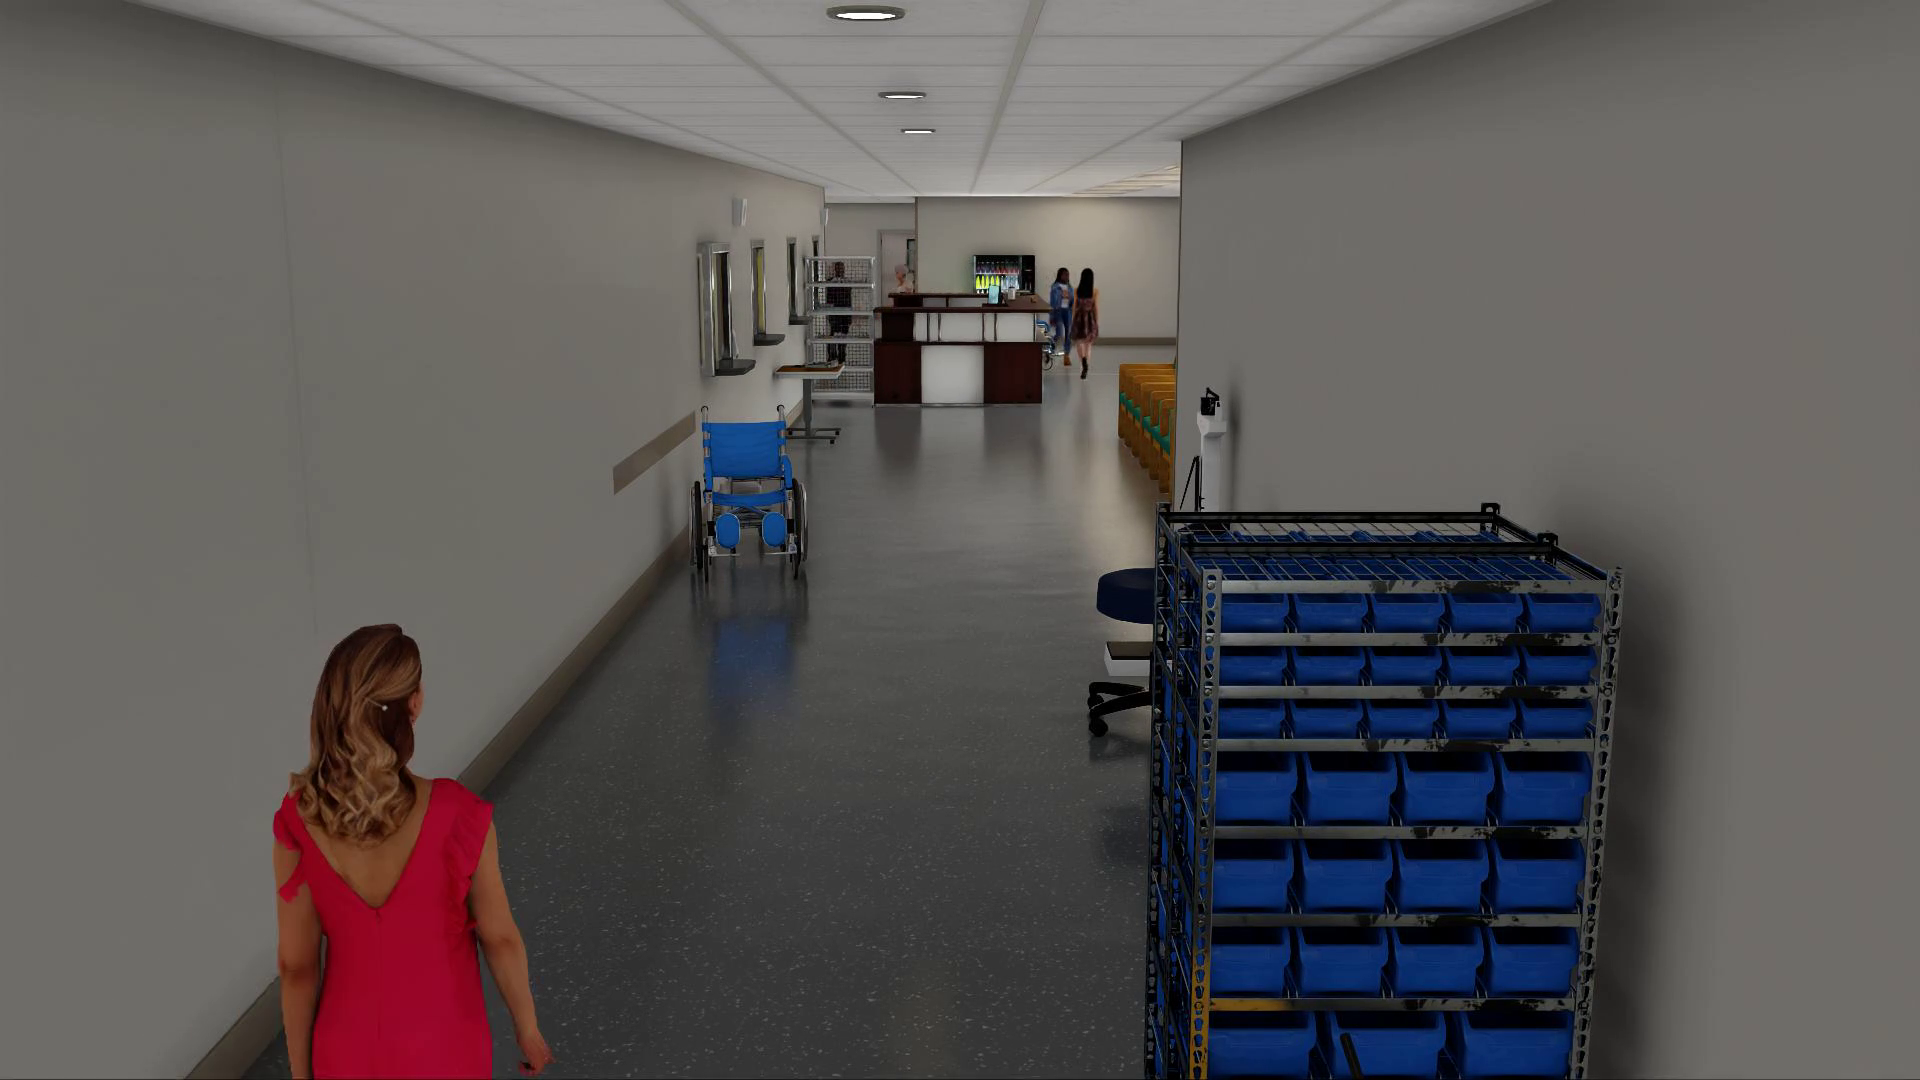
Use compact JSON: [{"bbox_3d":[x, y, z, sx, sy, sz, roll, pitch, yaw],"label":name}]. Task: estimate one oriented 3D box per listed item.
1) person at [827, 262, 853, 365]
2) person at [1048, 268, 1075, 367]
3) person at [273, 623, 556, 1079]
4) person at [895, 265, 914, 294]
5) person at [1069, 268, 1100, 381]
[{"bbox_3d":[-2.083,-3.865,28.529,0.824,1.823,0.778,10,14,41],"label":"person"},{"bbox_3d":[1.718,-3.870,28.897,0.903,1.696,0.940,-8,13,-35],"label":"person"},{"bbox_3d":[-1.071,1.024,3.080,0.828,1.706,0.711,1,11,8],"label":"person"},{"bbox_3d":[-0.850,-3.969,29.327,0.771,1.730,0.729,-3,11,-17],"label":"person"},{"bbox_3d":[1.935,-3.322,25.862,1.012,1.750,0.678,0,11,2],"label":"person"}]
